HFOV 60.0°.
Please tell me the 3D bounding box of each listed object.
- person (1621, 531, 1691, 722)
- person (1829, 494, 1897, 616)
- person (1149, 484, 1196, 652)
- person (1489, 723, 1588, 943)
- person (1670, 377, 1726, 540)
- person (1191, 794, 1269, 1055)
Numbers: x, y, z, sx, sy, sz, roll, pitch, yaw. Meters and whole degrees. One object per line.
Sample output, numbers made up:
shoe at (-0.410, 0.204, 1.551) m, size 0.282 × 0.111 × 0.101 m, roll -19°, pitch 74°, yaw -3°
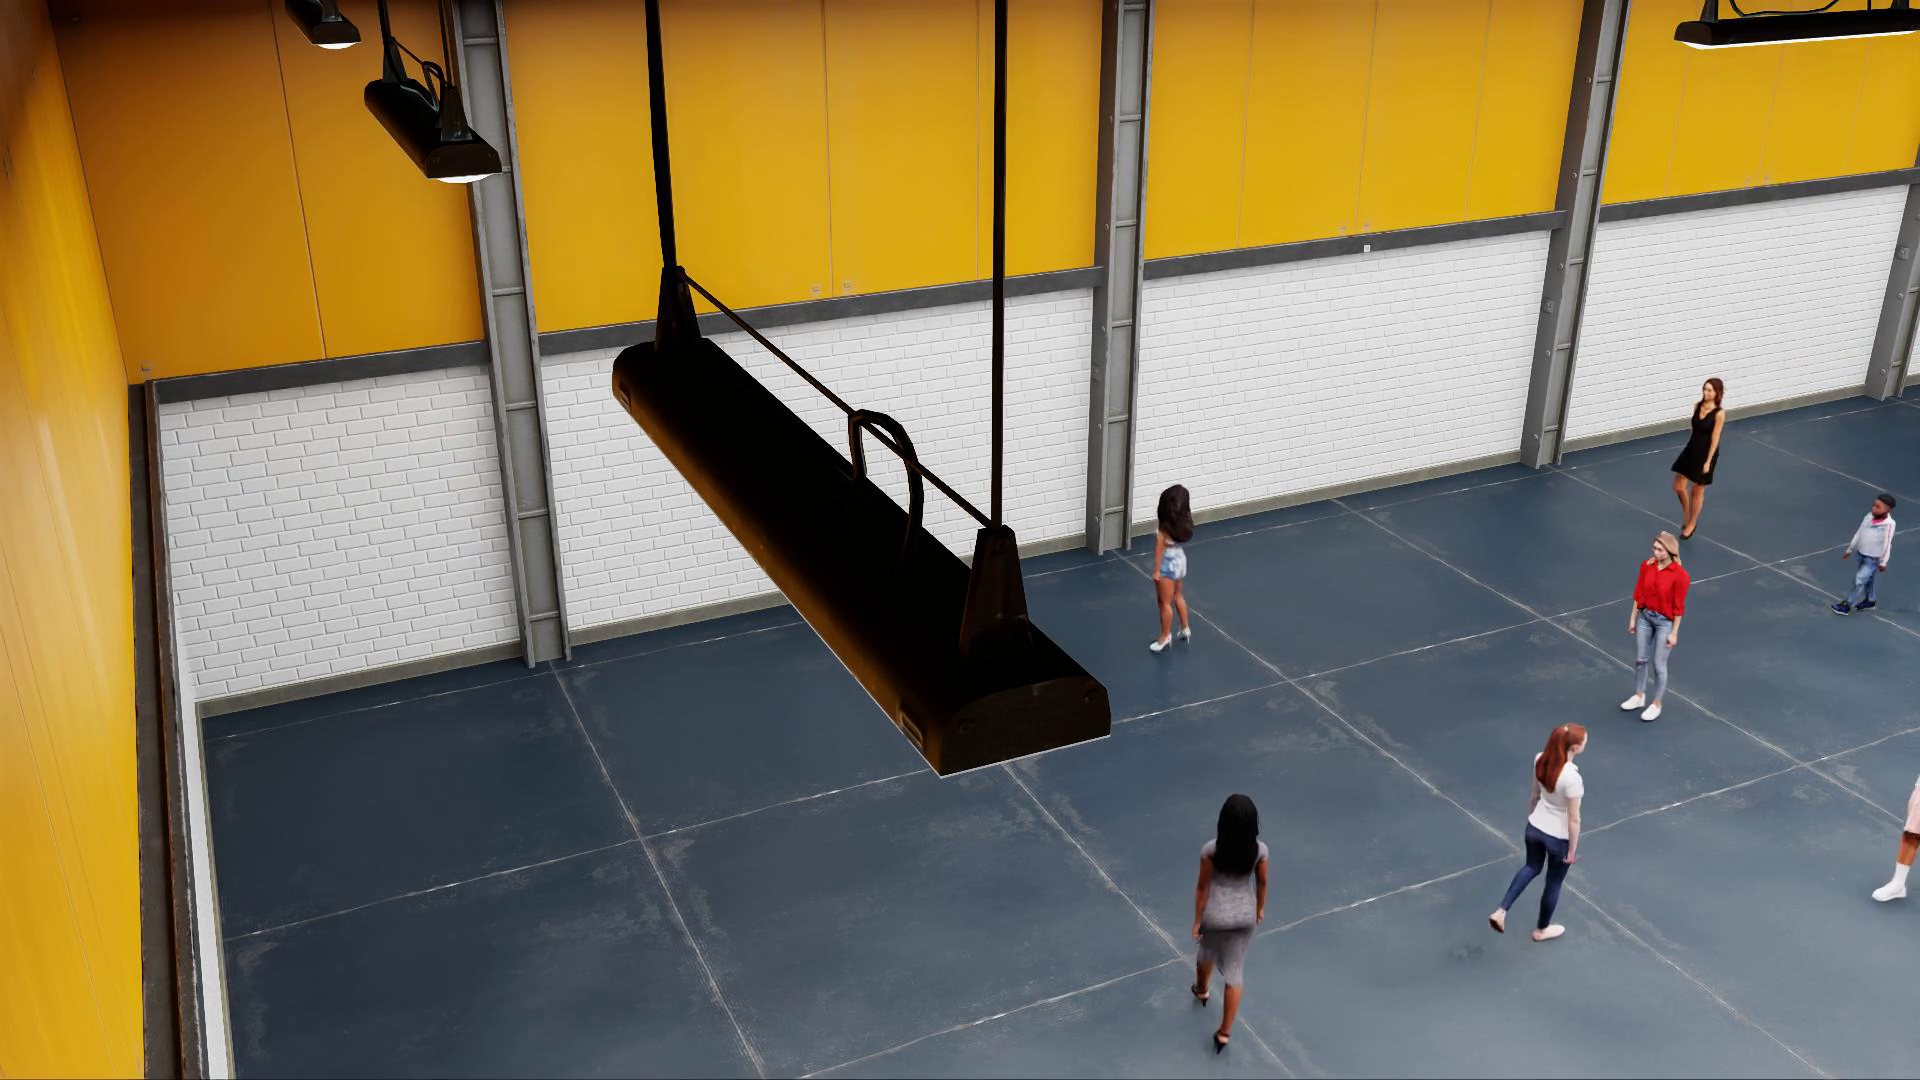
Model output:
person at (5.969, 0.717, 14.234) m, size 0.597 × 1.699 × 0.668 m, roll -17°, pitch 29°, yaw -34°
person at (8.899, 0.134, 16.147) m, size 0.837 × 1.234 × 0.617 m, roll -3°, pitch 24°, yaw -7°
person at (1.926, 0.288, 15.342) m, size 0.768 × 1.597 × 0.686 m, roll 7°, pitch 24°, yaw 15°
person at (3.922, 2.011, 11.236) m, size 0.857 × 1.727 × 0.599 m, roll -12°, pitch 26°, yaw -25°
person at (7.919, -0.846, 17.651) m, size 0.594 × 1.824 × 0.592 m, roll -12°, pitch 26°, yaw -25°
person at (1.667, 2.416, 10.270) m, size 0.945 × 1.760 × 0.917 m, roll 0°, pitch 24°, yaw 1°
